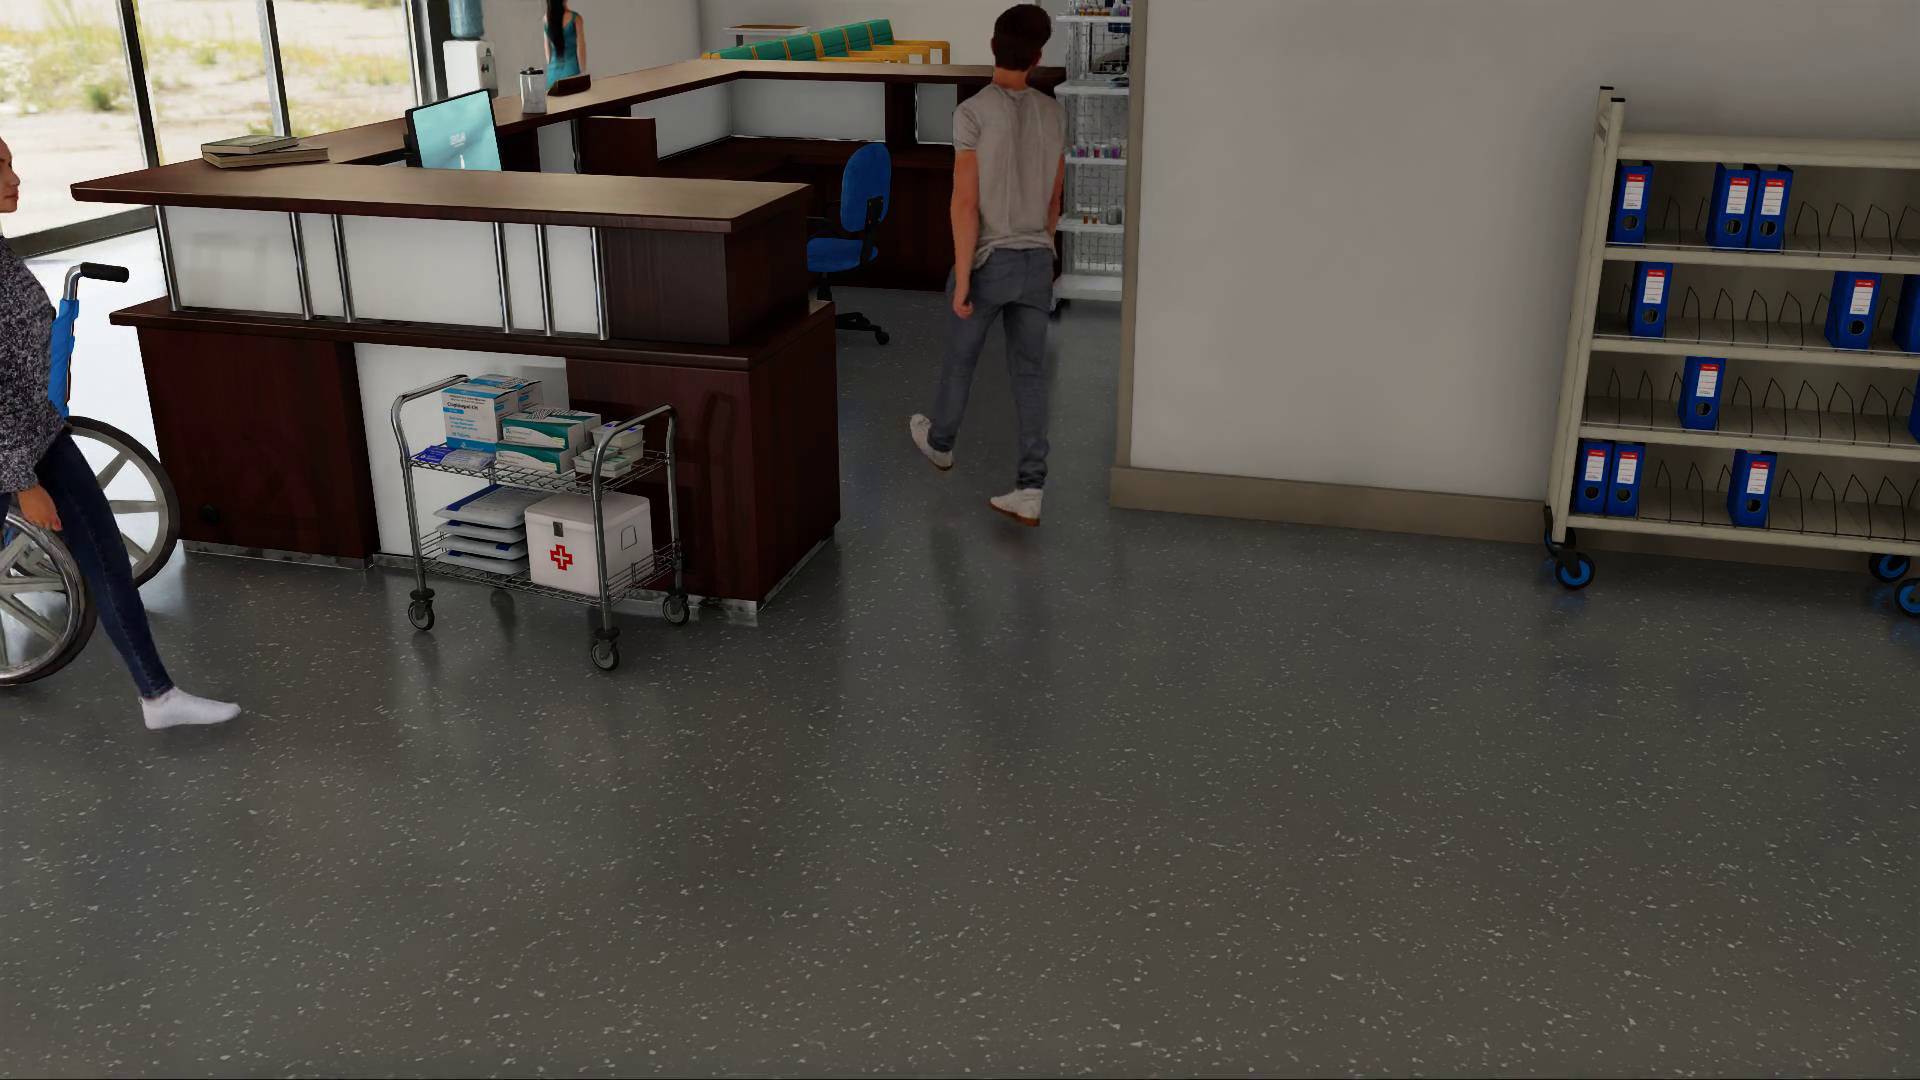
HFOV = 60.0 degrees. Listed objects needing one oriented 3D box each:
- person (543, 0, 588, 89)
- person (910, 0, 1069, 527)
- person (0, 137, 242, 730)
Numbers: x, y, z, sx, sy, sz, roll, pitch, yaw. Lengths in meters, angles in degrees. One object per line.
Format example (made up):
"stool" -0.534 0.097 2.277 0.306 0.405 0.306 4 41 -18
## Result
"person" -3.315 -3.801 13.850 0.824 1.658 0.640 5 21 14
"person" 0.211 -0.941 6.056 1.206 1.831 1.225 -11 23 -27
"person" -2.567 -0.186 4.273 1.278 1.682 0.959 -2 21 -6
